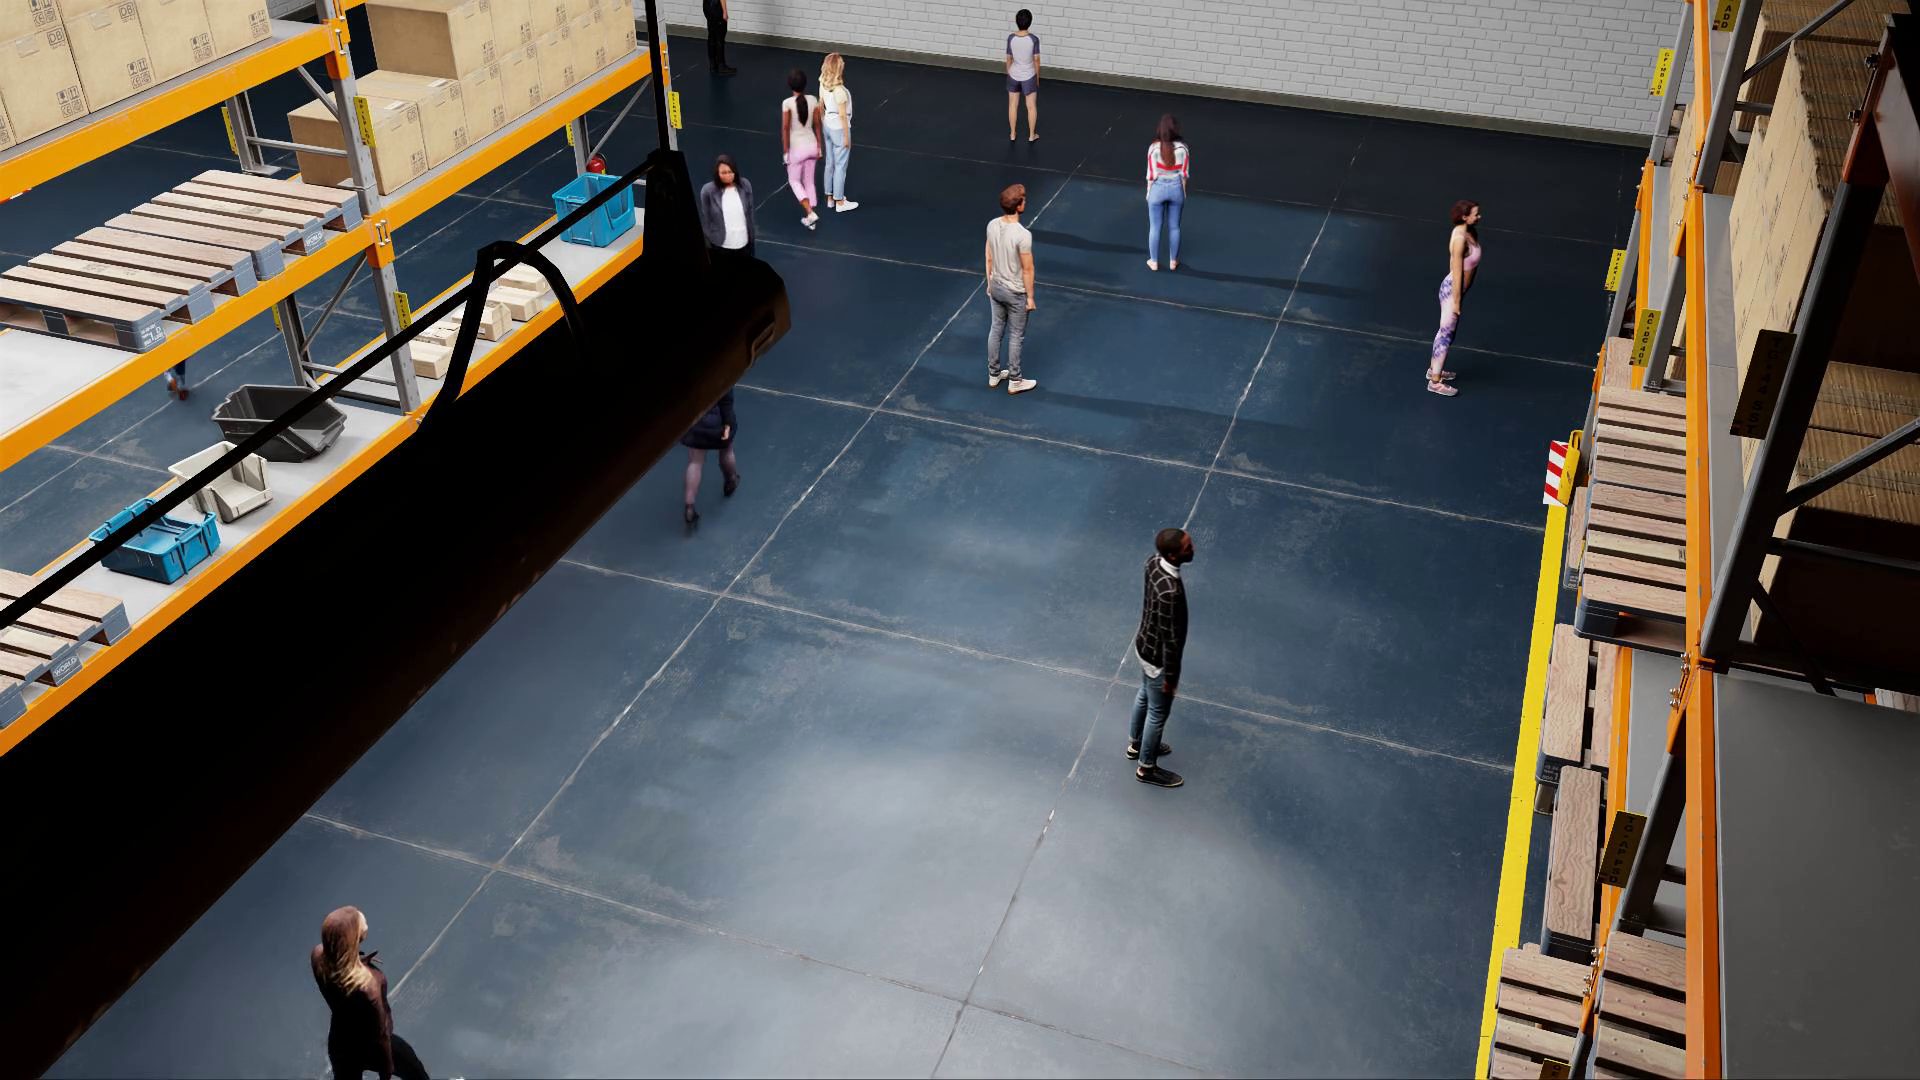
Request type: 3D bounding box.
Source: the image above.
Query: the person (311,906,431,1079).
[{"bbox_3d":[-2.861,2.425,7.784,0.754,1.664,1.166,18,38,25],"label":"person"}]

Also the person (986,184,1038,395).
[{"bbox_3d":[0.429,-2.194,14.524,0.735,1.895,0.678,26,42,33],"label":"person"}]

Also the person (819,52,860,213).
[{"bbox_3d":[-1.344,-4.425,18.038,0.723,1.722,0.710,-22,40,-30],"label":"person"}]

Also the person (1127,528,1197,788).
[{"bbox_3d":[1.223,0.692,10.250,0.797,1.820,0.650,-2,34,-4],"label":"person"}]

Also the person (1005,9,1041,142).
[{"bbox_3d":[0.750,-5.564,19.892,0.577,1.565,0.542,9,35,13],"label":"person"}]

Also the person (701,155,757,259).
[{"bbox_3d":[-2.201,-2.921,15.899,0.882,1.584,0.945,-14,36,-19],"label":"person"}]

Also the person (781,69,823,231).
[{"bbox_3d":[-1.628,-4.046,17.463,0.844,1.725,0.895,-15,36,-21],"label":"person"}]

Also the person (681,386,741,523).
[{"bbox_3d":[-1.991,-0.891,12.795,0.713,1.639,1.104,8,34,12],"label":"person"}]

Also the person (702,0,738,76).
[{"bbox_3d":[-3.235,-7.012,21.958,0.707,1.689,0.681,-24,40,-31],"label":"person"}]

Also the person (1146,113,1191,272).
[{"bbox_3d":[2.082,-3.502,16.747,0.646,1.612,0.612,1,34,1],"label":"person"}]

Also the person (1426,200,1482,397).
[{"bbox_3d":[4.330,-2.147,14.569,0.664,1.767,0.501,8,34,12],"label":"person"}]
